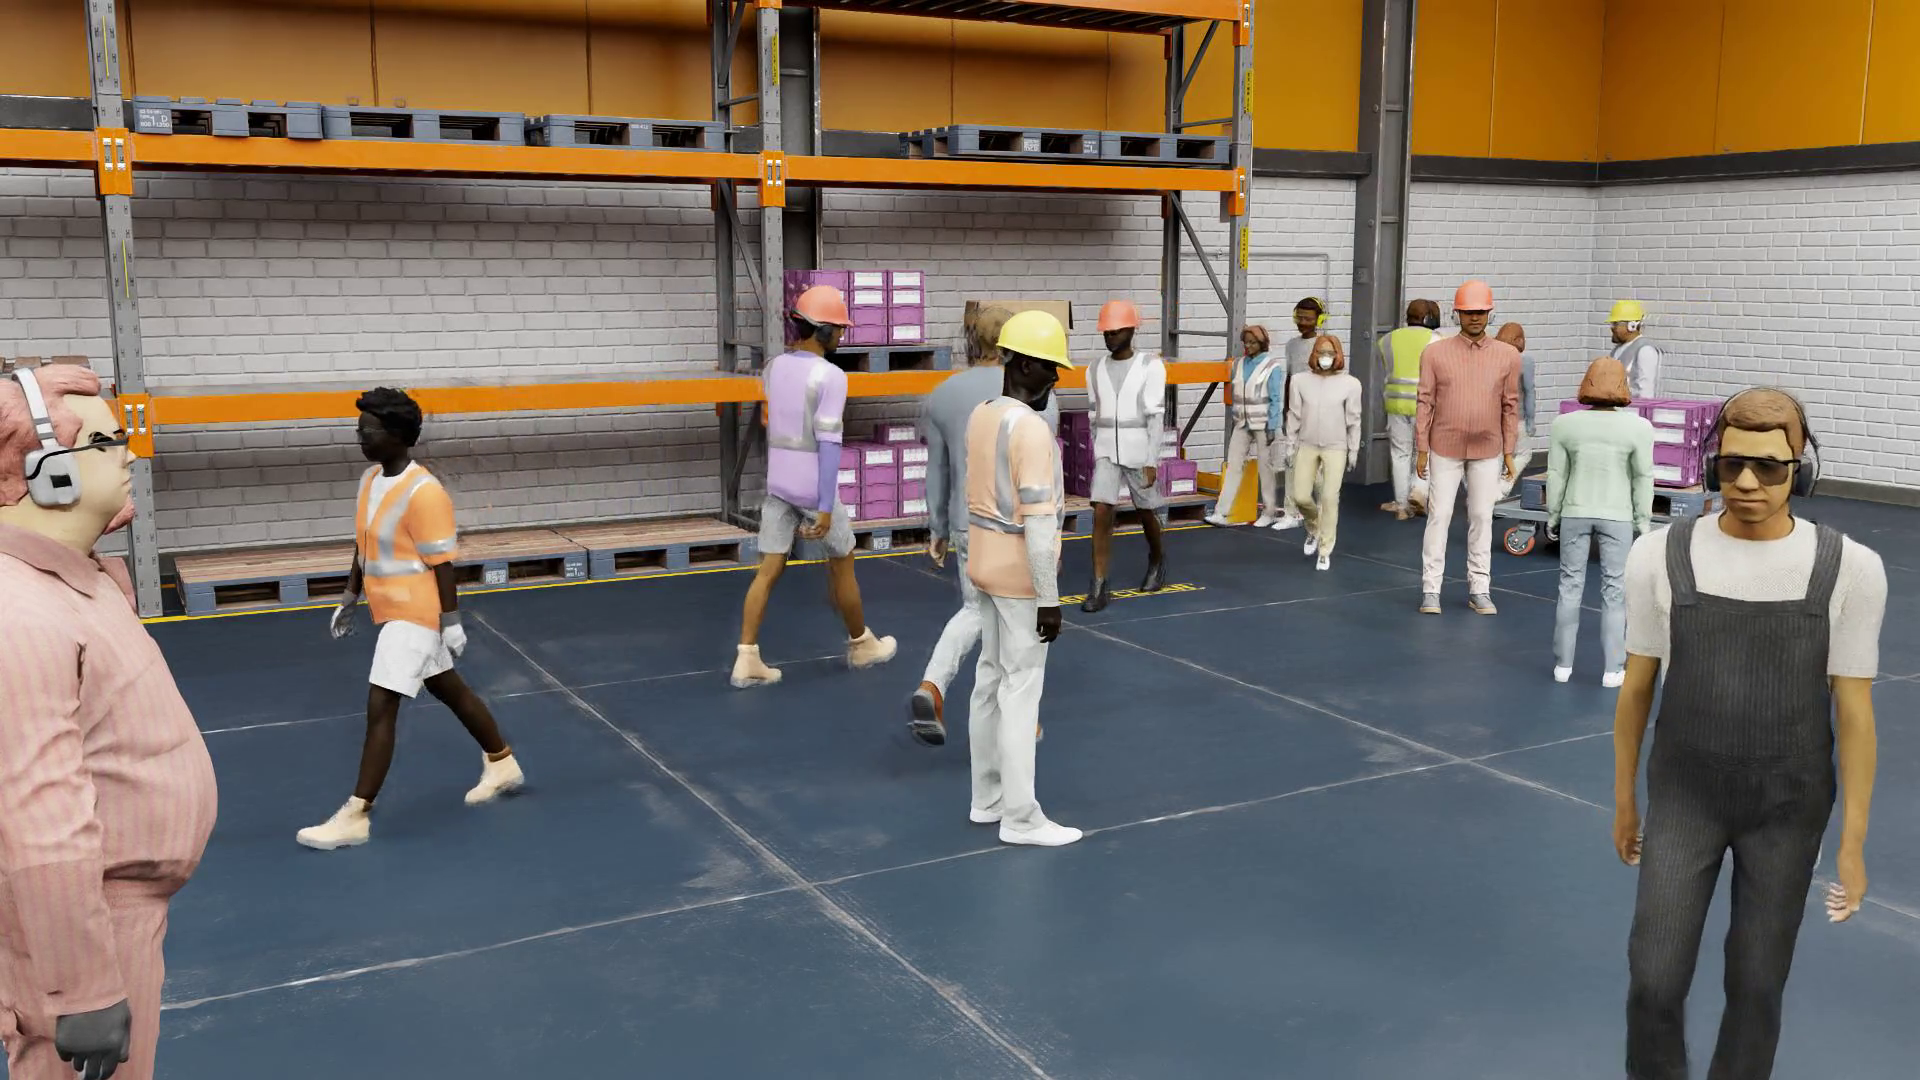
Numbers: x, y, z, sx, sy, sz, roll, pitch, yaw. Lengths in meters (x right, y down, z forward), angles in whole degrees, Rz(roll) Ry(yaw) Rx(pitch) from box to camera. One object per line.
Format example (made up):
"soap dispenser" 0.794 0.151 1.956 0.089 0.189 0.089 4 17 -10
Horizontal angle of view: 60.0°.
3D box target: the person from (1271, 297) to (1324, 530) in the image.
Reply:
"person" 2.710 -0.975 13.025 0.455 1.842 0.528 -8 12 -41

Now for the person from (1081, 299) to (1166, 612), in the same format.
"person" 1.039 -0.546 10.295 0.540 1.890 1.010 4 10 25

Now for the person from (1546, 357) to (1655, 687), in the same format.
"person" 3.161 -0.087 8.243 0.507 1.633 0.280 6 11 32

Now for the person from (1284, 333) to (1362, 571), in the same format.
"person" 2.505 -0.614 11.468 0.519 1.620 0.411 4 10 21

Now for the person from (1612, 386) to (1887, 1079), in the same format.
"person" 1.642 0.594 3.522 0.506 1.830 0.486 4 10 24

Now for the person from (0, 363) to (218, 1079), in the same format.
"person" -1.488 0.657 2.866 0.408 1.913 0.641 -5 10 -27

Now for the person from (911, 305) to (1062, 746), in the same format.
"person" 0.103 -0.023 7.000 0.631 1.920 0.618 7 12 37

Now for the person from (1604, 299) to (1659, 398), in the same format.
"person" 5.292 -0.999 13.243 0.428 1.814 0.622 -1 9 -3

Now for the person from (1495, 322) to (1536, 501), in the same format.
"person" 4.532 -0.994 13.792 0.353 1.618 0.526 -9 13 -42

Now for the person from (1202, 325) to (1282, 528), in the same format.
"person" 2.273 -0.877 13.106 0.698 1.605 0.542 -8 12 -41

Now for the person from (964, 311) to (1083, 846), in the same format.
"person" 0.220 0.139 6.006 0.382 1.917 0.585 -4 10 -21

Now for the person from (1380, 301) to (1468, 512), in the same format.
"person" 3.995 -1.102 13.928 0.797 1.801 0.621 5 11 29

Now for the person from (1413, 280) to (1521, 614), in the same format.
"person" 3.024 -0.545 9.939 0.611 1.995 0.380 1 9 4

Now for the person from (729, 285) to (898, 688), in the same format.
"person" -0.760 -0.265 8.308 0.619 1.992 1.023 8 12 40

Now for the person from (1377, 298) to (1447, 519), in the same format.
"person" 3.717 -1.061 13.630 0.625 1.824 0.440 5 11 30

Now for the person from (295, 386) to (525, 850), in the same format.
"person" -2.006 0.254 6.119 0.911 1.650 0.531 -7 12 -37
